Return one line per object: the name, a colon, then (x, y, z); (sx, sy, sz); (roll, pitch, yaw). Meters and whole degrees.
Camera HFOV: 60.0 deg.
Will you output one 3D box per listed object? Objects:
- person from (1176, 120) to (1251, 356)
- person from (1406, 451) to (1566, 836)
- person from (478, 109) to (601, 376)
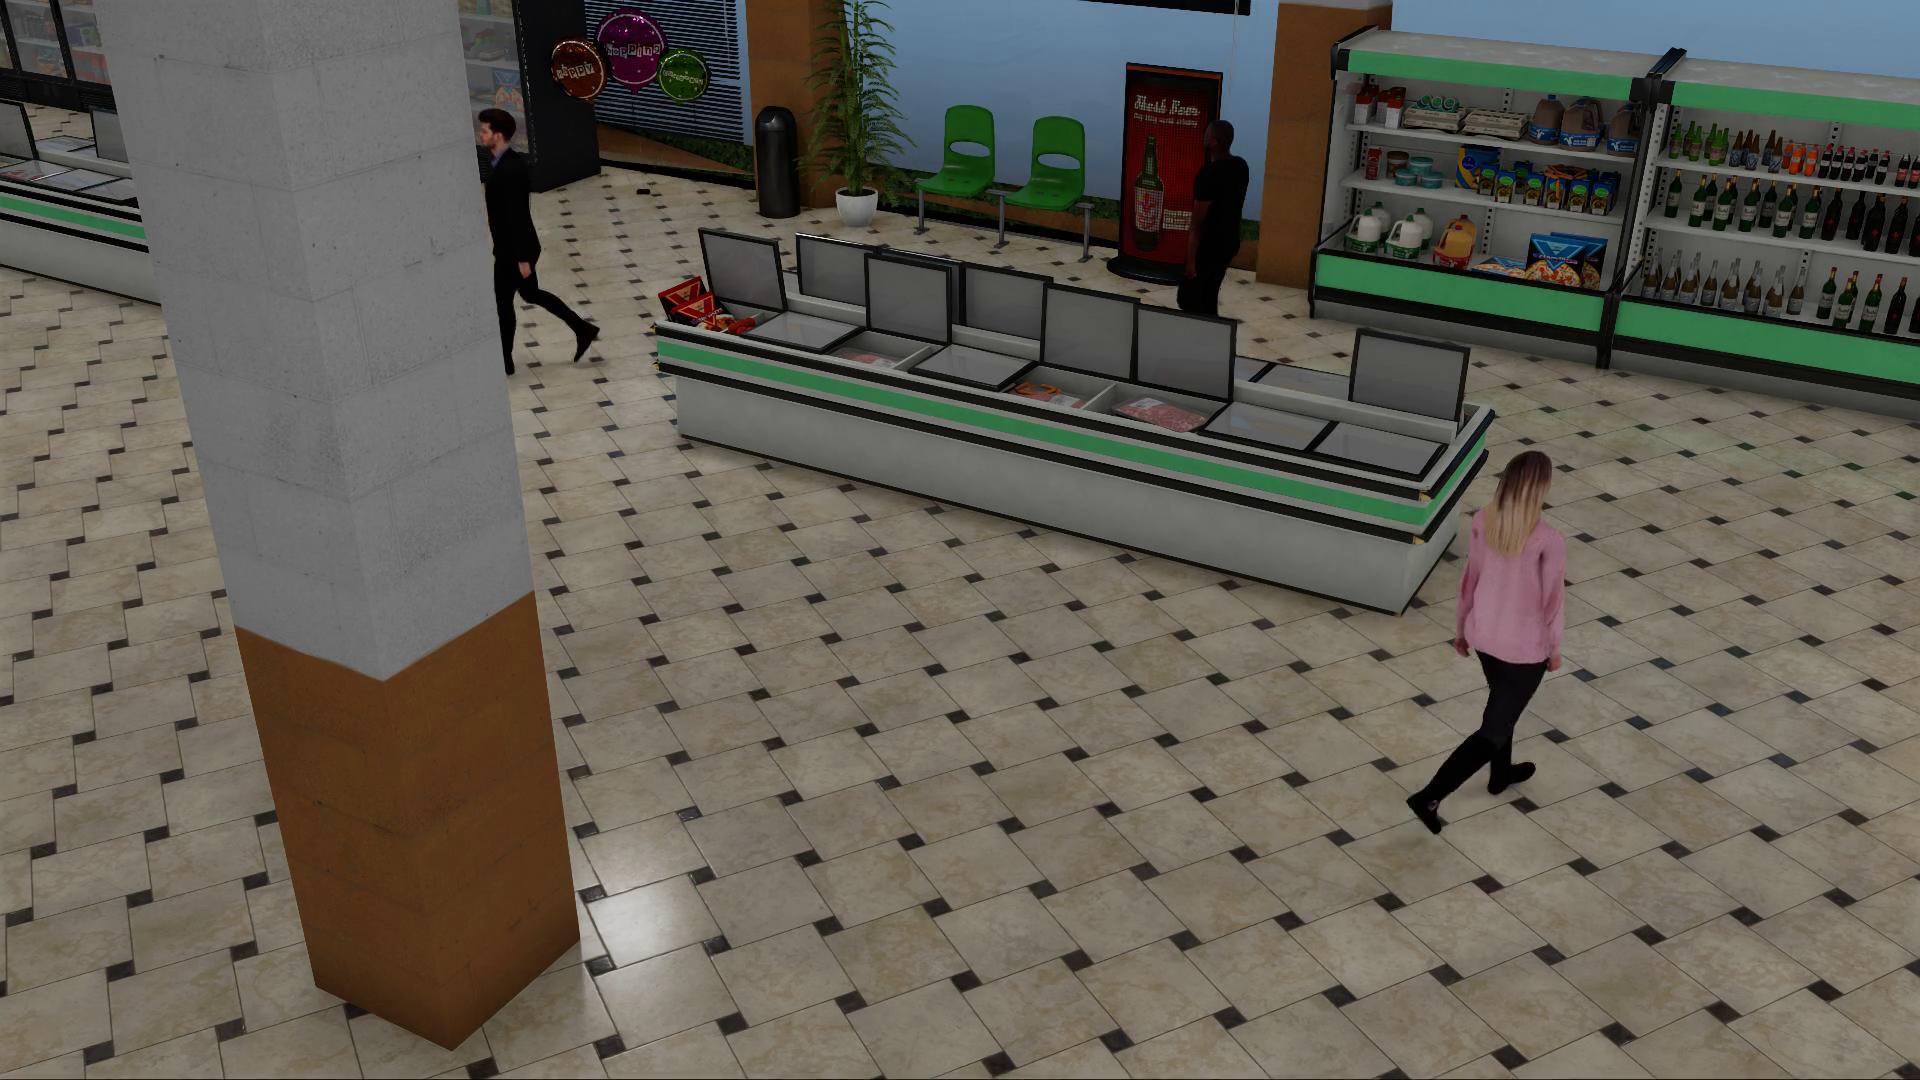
person: (1.780, -1.961, 11.429); (0.824, 1.808, 0.968); (-23, 35, -37)
person: (2.191, 0.453, 6.829); (1.015, 1.663, 1.110); (-15, 30, -26)
person: (-3.000, -2.044, 11.526); (1.254, 1.867, 1.163); (-6, 27, -11)
